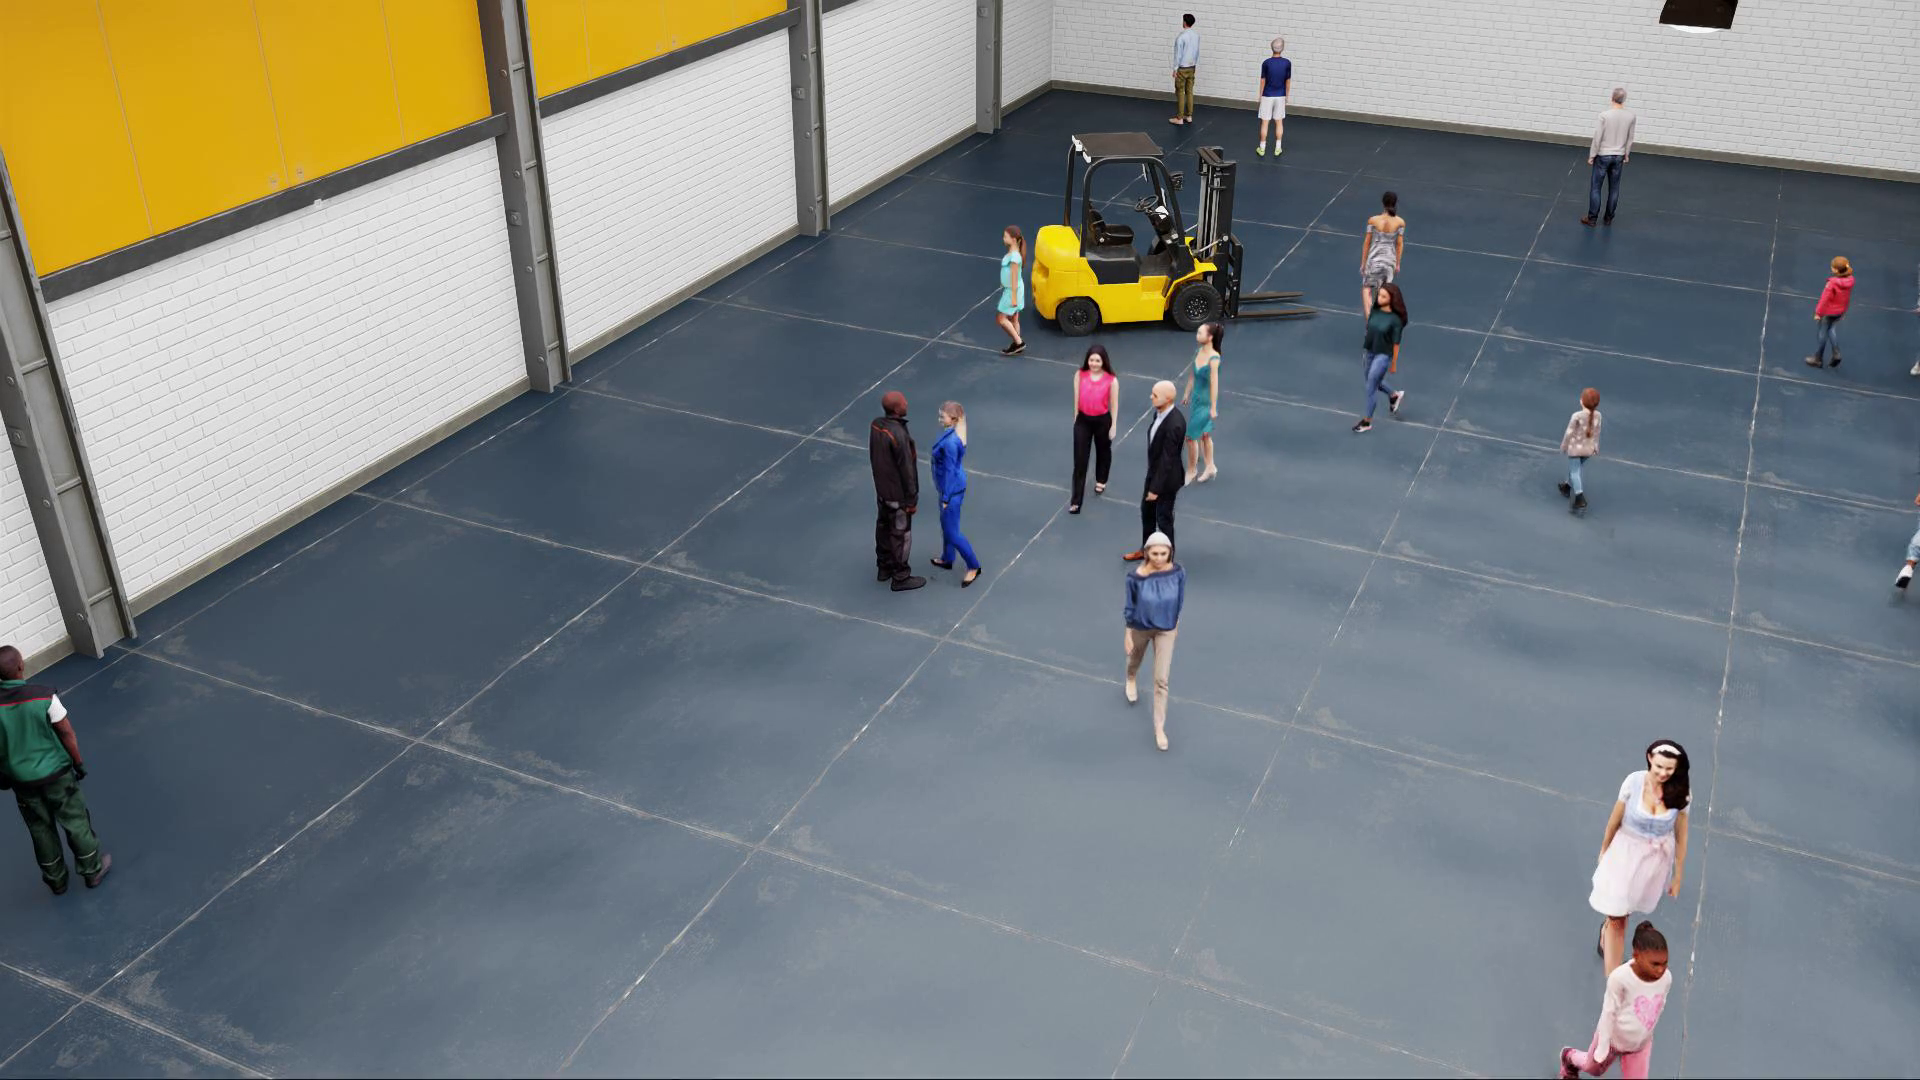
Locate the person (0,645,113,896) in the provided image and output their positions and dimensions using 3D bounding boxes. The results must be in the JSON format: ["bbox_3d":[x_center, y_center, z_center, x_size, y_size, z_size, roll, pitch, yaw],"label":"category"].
[{"bbox_3d":[-5.964,1.491,10.776,0.776,1.838,0.817,-8,30,-13],"label":"person"}]

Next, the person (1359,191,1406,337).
[{"bbox_3d":[4.869,-3.111,19.242,0.701,1.810,0.692,4,29,7],"label":"person"}]

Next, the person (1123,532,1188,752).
[{"bbox_3d":[1.418,0.653,12.508,1.006,1.651,1.236,-2,29,-3],"label":"person"}]

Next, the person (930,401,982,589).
[{"bbox_3d":[-0.070,-0.450,14.488,0.934,1.690,0.801,7,29,12],"label":"person"}]

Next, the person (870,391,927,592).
[{"bbox_3d":[-0.578,-0.445,14.339,0.784,1.825,0.795,-19,34,-31],"label":"person"}]

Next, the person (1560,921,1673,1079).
[{"bbox_3d":[3.584,2.654,9.080,0.853,1.420,1.041,-2,29,-4],"label":"person"}]

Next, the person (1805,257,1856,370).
[{"bbox_3d":[9.849,-2.520,18.690,0.701,1.300,0.765,-8,30,-14],"label":"person"}]

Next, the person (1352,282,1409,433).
[{"bbox_3d":[4.413,-1.916,17.272,1.023,1.599,0.894,-16,32,-27],"label":"person"}]

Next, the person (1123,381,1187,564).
[{"bbox_3d":[1.821,-0.551,14.568,0.889,1.792,0.816,-7,29,-13],"label":"person"}]

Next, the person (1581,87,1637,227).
[{"bbox_3d":[9.079,-5.357,23.258,0.838,1.908,0.821,-2,29,-3],"label":"person"}]

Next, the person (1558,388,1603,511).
[{"bbox_3d":[5.897,-0.848,15.756,0.771,1.175,0.905,-5,29,-9],"label":"person"}]

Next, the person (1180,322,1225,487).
[{"bbox_3d":[2.431,-1.312,16.090,0.810,1.669,0.750,-9,30,-16],"label":"person"}]

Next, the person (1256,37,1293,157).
[{"bbox_3d":[4.989,-7.051,26.436,0.713,1.839,0.698,1,29,1],"label":"person"}]

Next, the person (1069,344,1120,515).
[{"bbox_3d":[1.289,-1.082,15.740,0.738,1.602,1.177,7,29,12],"label":"person"}]

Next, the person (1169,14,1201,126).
[{"bbox_3d":[3.821,-7.983,28.171,0.671,1.812,0.817,-21,35,-34],"label":"person"}]

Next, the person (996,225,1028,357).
[{"bbox_3d":[0.683,-2.834,19.005,0.715,1.551,0.625,1,29,1],"label":"person"}]

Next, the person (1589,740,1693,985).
[{"bbox_3d":[4.093,1.914,10.070,0.788,1.772,1.193,7,29,13],"label":"person"}]
